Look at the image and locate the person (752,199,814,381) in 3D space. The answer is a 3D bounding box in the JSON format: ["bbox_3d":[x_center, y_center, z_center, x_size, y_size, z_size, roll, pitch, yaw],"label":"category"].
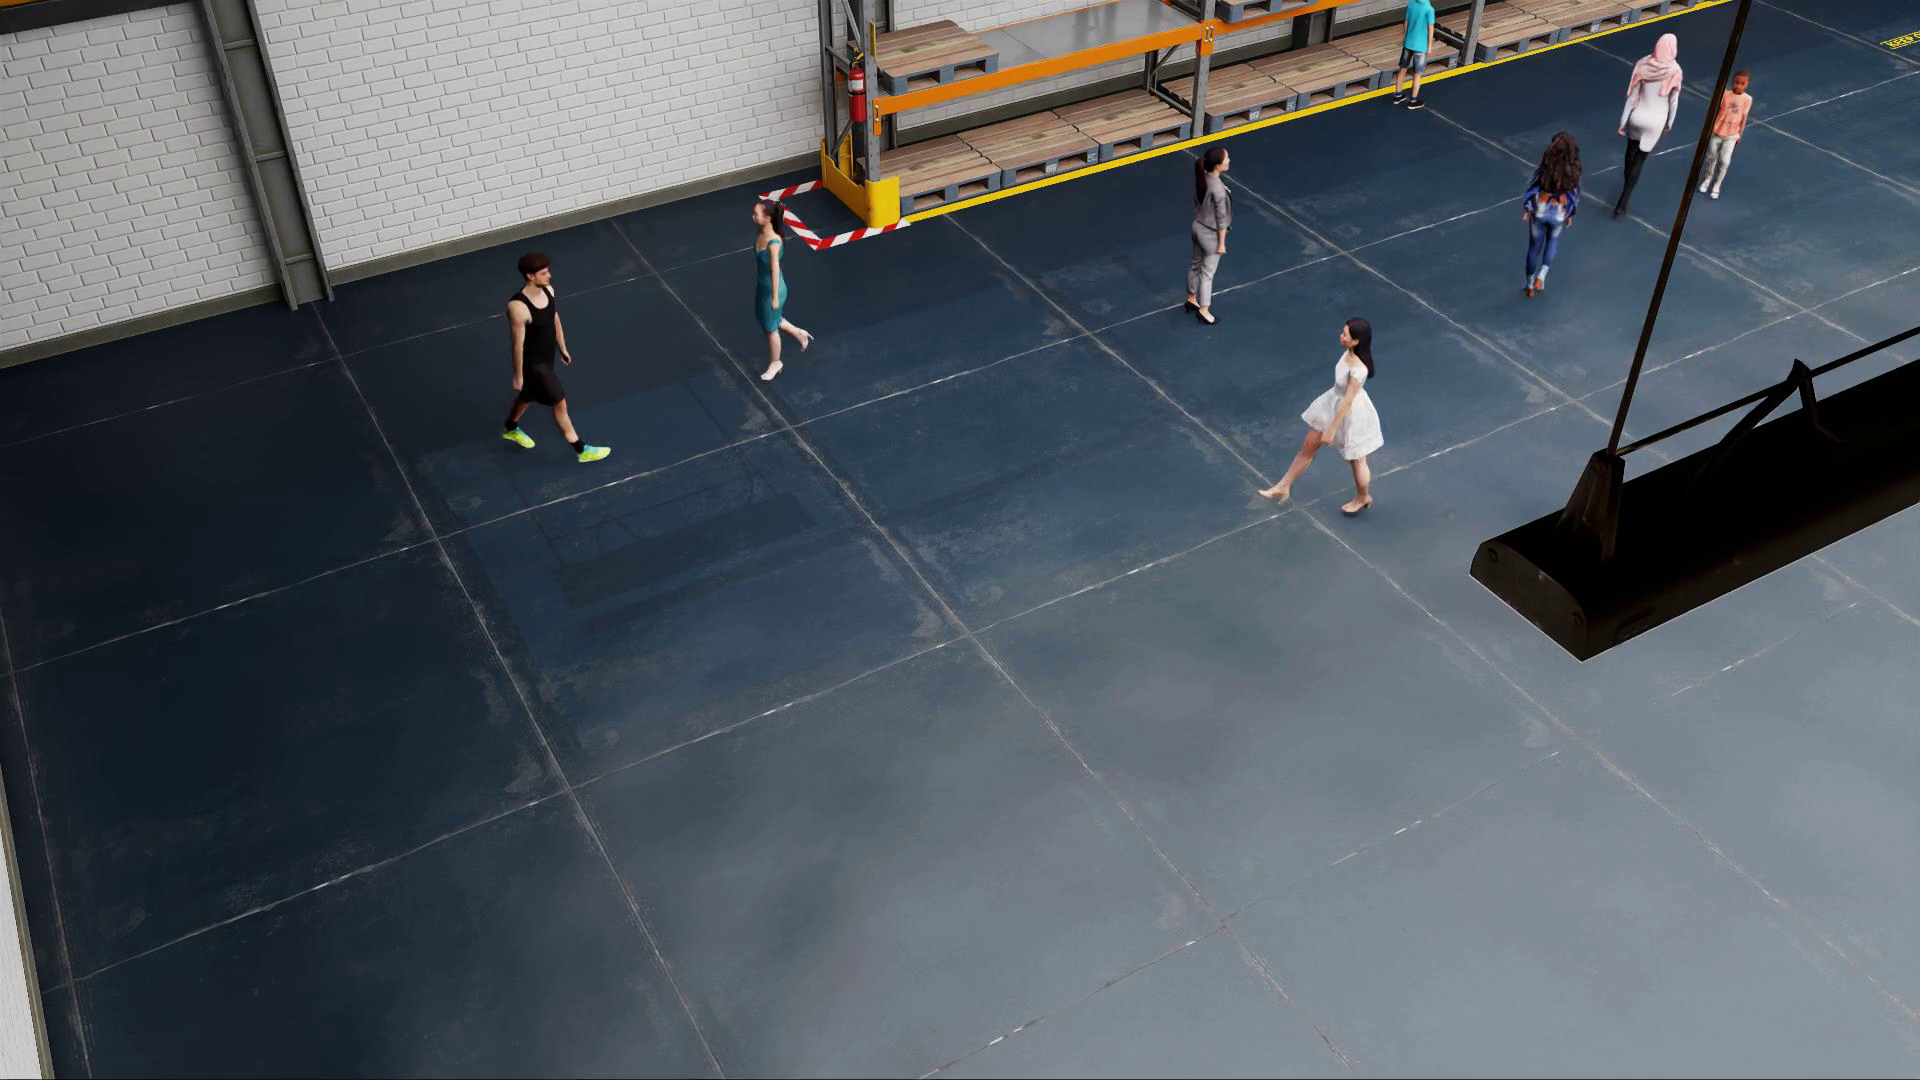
[{"bbox_3d":[-1.527,-2.120,14.077,0.748,1.678,0.574,-17,42,-20],"label":"person"}]

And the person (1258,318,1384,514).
[{"bbox_3d":[2.982,-0.867,12.464,1.198,1.733,1.025,3,39,3],"label":"person"}]

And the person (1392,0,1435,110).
[{"bbox_3d":[5.089,-5.555,18.562,0.539,1.448,0.560,-29,47,-31],"label":"person"}]

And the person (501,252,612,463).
[{"bbox_3d":[-3.398,-1.422,13.075,1.279,1.839,1.187,9,40,11],"label":"person"}]

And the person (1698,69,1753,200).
[{"bbox_3d":[7.809,-4.194,16.975,0.603,1.302,0.672,23,44,26],"label":"person"}]

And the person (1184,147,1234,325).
[{"bbox_3d":[2.204,-2.721,14.829,0.632,1.679,0.649,-14,41,-17],"label":"person"}]

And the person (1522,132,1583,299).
[{"bbox_3d":[5.363,-2.917,15.131,0.742,1.608,0.806,9,39,11],"label":"person"}]

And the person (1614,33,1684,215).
[{"bbox_3d":[6.770,-4.070,16.462,1.031,1.749,1.253,19,43,23],"label":"person"}]
